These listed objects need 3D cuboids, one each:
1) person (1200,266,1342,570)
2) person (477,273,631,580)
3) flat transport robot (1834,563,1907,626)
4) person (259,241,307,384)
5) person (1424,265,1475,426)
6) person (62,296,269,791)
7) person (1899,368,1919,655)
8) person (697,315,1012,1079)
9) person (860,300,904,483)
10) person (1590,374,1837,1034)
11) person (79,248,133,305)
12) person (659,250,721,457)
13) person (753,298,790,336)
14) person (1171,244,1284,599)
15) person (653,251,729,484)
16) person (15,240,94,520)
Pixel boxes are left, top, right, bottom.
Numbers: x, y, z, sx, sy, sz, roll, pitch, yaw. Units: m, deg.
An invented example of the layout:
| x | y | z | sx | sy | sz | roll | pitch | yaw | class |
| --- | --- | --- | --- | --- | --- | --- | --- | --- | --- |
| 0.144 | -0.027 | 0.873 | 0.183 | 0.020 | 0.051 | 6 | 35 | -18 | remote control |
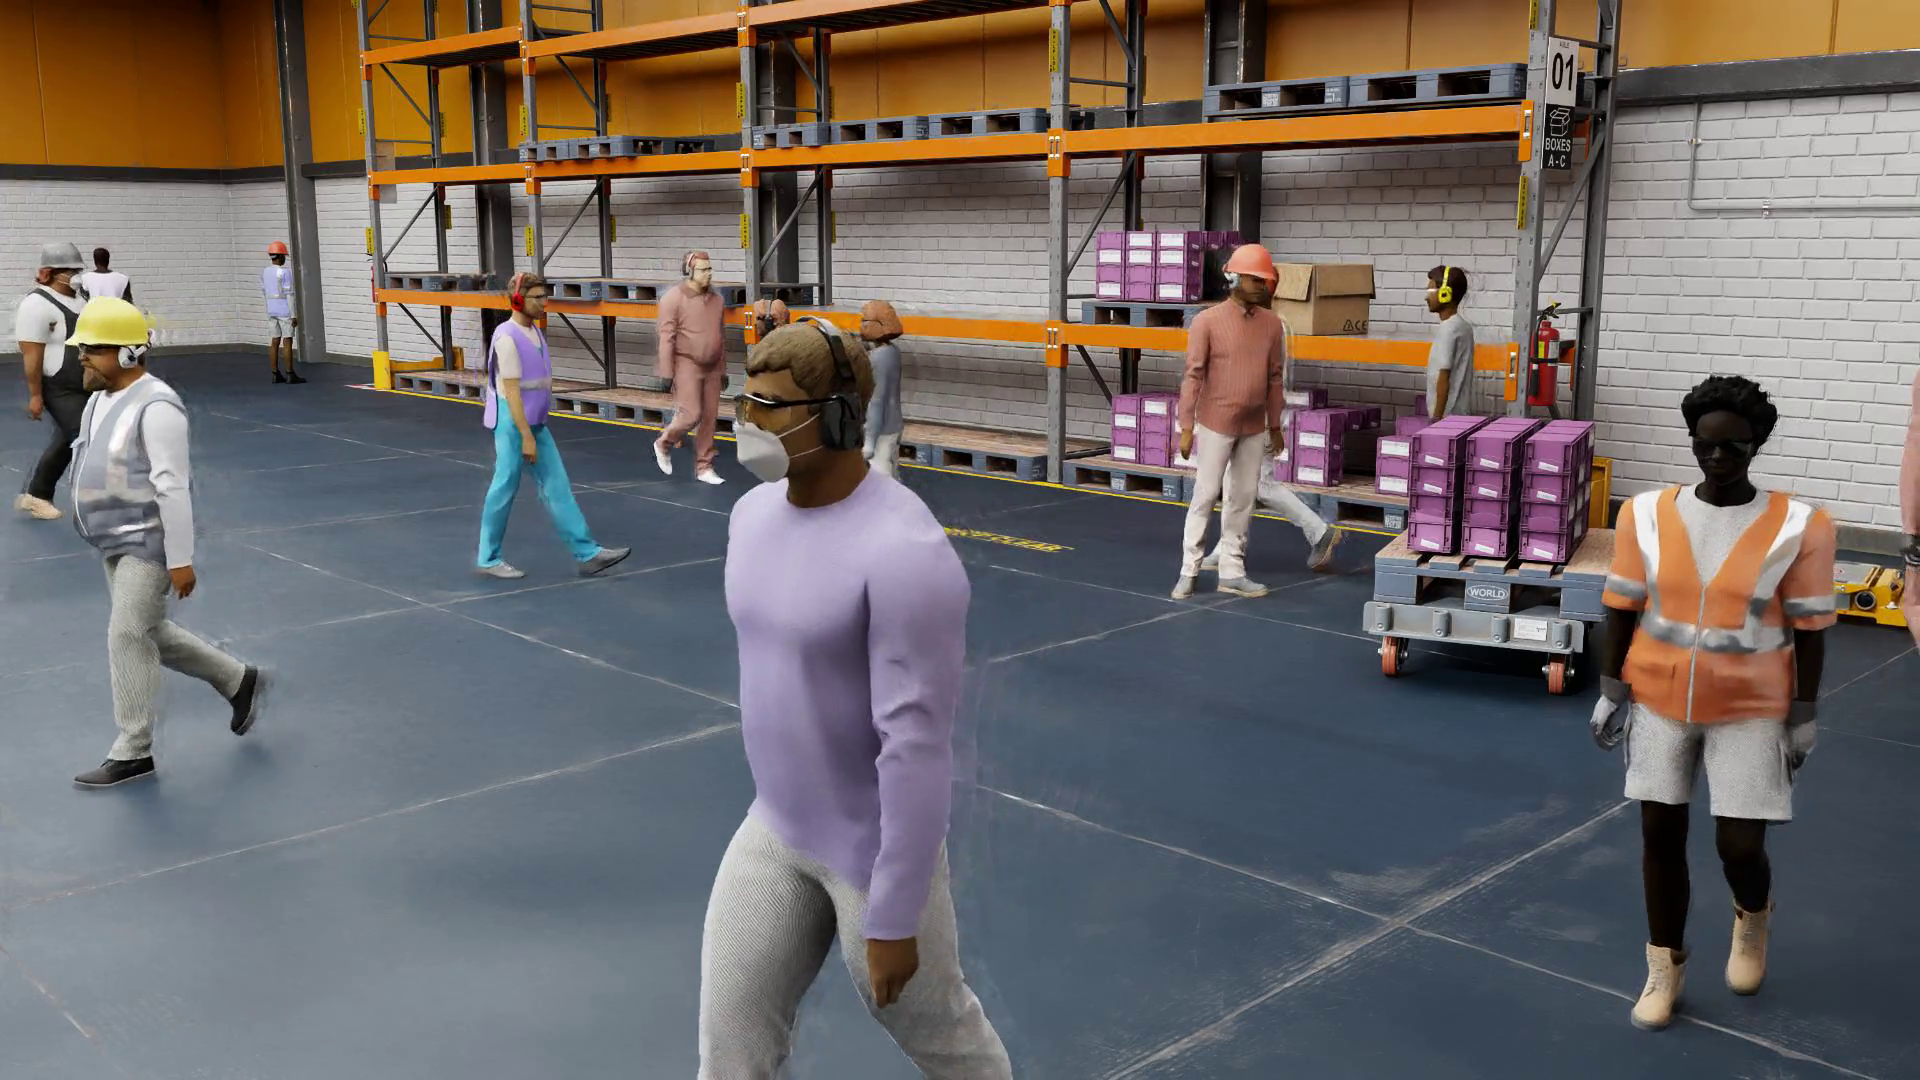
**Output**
| x | y | z | sx | sy | sz | roll | pitch | yaw | class |
| --- | --- | --- | --- | --- | --- | --- | --- | --- | --- |
| 1.847 | -0.708 | 9.919 | 0.823 | 1.856 | 0.585 | 1 | 10 | 7 | person |
| -2.436 | -0.642 | 9.682 | 0.950 | 1.793 | 0.599 | 1 | 10 | 7 | person |
| 4.488 | 0.234 | 9.096 | 1.431 | 0.197 | 0.652 | 7 | 12 | 33 | flat transport robot |
| -9.261 | -3.097 | 22.710 | 0.542 | 1.939 | 0.356 | 5 | 11 | 24 | person |
| 2.891 | -0.679 | 9.769 | 0.583 | 1.851 | 0.536 | 4 | 11 | 22 | person |
| -3.020 | -0.014 | 6.277 | 0.602 | 1.811 | 0.752 | 9 | 14 | 41 | person |
| 3.936 | -0.075 | 6.385 | 0.643 | 1.891 | 0.485 | 1 | 10 | 8 | person |
| -0.239 | 0.548 | 2.980 | 1.049 | 1.886 | 0.647 | -9 | 14 | -40 | person |
| -0.481 | -0.629 | 10.080 | 0.287 | 1.635 | 0.500 | 2 | 11 | 10 | person |
| 1.899 | 0.419 | 4.230 | 0.539 | 1.685 | 0.387 | 8 | 13 | 37 | person |
| -10.710 | -2.731 | 20.930 | 0.612 | 1.869 | 1.022 | -7 | 12 | -32 | person |
| -2.527 | -1.747 | 15.504 | 0.631 | 1.897 | 0.988 | -9 | 14 | -42 | person |
| -1.137 | -0.662 | 10.248 | 0.307 | 1.641 | 0.515 | 1 | 10 | 4 | person |
| 1.501 | -0.643 | 9.260 | 0.696 | 1.978 | 0.486 | -6 | 12 | -28 | person |
| -2.182 | -1.391 | 13.527 | 0.565 | 1.895 | 0.660 | 8 | 13 | 36 | person |
| -6.278 | -1.124 | 11.671 | 0.996 | 2.000 | 0.689 | 1 | 10 | 3 | person |
